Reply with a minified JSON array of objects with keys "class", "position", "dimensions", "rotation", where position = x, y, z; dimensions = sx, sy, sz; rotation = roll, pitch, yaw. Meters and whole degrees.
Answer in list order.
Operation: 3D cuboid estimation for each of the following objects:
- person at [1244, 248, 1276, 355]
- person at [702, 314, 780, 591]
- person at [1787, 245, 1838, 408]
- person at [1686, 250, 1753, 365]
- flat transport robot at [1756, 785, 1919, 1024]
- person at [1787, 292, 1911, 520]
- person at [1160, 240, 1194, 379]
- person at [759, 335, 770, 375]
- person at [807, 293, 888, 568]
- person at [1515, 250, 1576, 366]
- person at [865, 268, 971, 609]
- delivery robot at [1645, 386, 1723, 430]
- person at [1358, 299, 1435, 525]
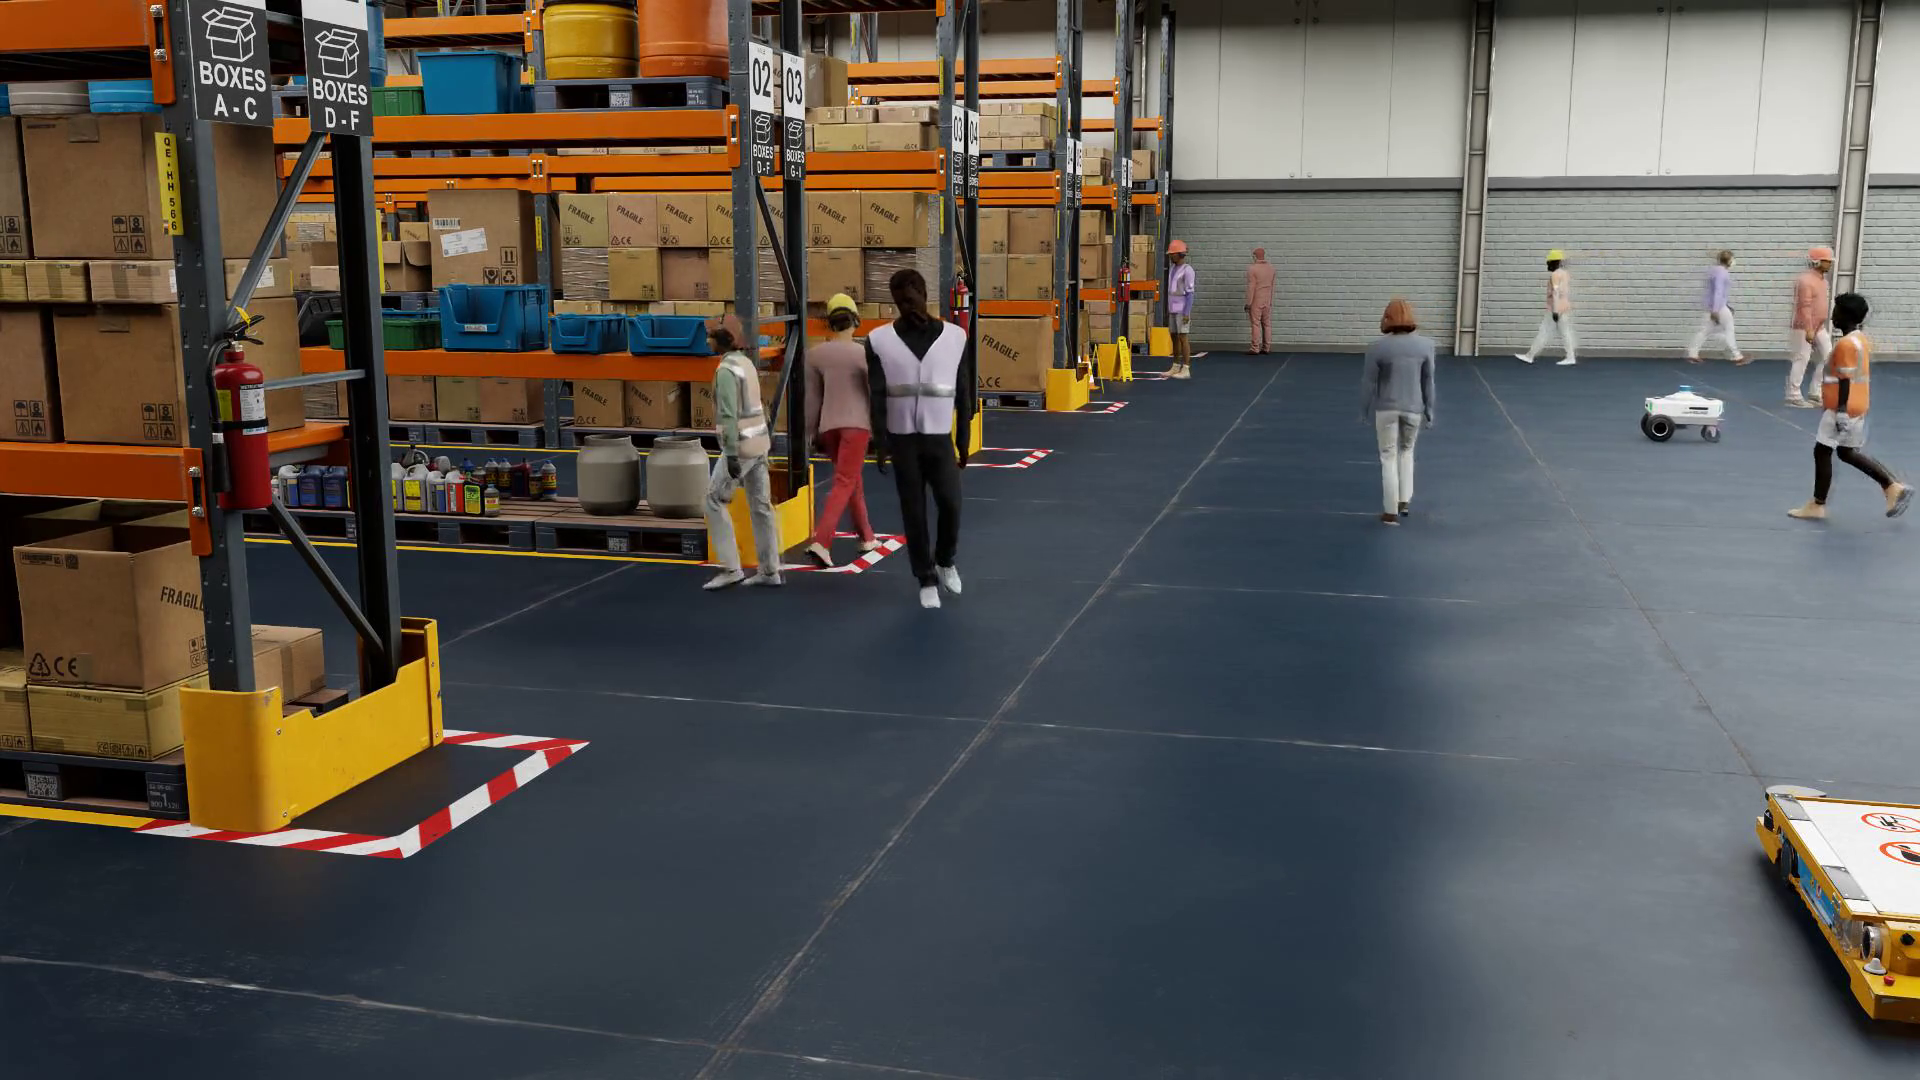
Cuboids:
[{"class":"person","position":[5.321,-4.248,29.669],"dimensions":[0.636,1.902,0.406],"rotation":[-7,13,-35]},{"class":"person","position":[-1.311,-0.503,9.708],"dimensions":[0.548,1.614,0.525],"rotation":[2,10,11]},{"class":"person","position":[10.392,-2.567,20.159],"dimensions":[0.621,1.976,0.593],"rotation":[-7,12,-34]},{"class":"person","position":[12.460,-3.795,27.221],"dimensions":[1.009,1.889,0.632],"rotation":[3,11,16]},{"class":"flat transport robot","position":[2.841,1.041,4.873],"dimensions":[0.652,0.197,1.431],"rotation":[3,11,14]},{"class":"person","position":[6.494,-0.951,12.038],"dimensions":[0.702,1.678,0.540],"rotation":[7,13,36]},{"class":"person","position":[3.199,-3.393,24.537],"dimensions":[0.395,2.038,0.615],"rotation":[-4,11,-21]},{"class":"person","position":[-2.239,-1.975,17.679],"dimensions":[0.644,1.673,0.537],"rotation":[3,11,19]},{"class":"person","position":[-0.739,-0.702,10.551],"dimensions":[0.547,1.713,0.937],"rotation":[6,12,28]},{"class":"person","position":[9.667,-3.796,27.213],"dimensions":[0.976,1.871,0.615],"rotation":[7,12,33]},{"class":"person","position":[-0.226,-0.559,9.247],"dimensions":[0.592,1.887,0.432],"rotation":[-1,10,-6]},{"class":"delivery robot","position":[7.389,-1.334,16.985],"dimensions":[0.707,0.478,0.477],"rotation":[3,11,16]},{"class":"person","position":[3.152,-0.928,12.044],"dimensions":[0.522,1.612,0.497],"rotation":[0,10,-1]}]
